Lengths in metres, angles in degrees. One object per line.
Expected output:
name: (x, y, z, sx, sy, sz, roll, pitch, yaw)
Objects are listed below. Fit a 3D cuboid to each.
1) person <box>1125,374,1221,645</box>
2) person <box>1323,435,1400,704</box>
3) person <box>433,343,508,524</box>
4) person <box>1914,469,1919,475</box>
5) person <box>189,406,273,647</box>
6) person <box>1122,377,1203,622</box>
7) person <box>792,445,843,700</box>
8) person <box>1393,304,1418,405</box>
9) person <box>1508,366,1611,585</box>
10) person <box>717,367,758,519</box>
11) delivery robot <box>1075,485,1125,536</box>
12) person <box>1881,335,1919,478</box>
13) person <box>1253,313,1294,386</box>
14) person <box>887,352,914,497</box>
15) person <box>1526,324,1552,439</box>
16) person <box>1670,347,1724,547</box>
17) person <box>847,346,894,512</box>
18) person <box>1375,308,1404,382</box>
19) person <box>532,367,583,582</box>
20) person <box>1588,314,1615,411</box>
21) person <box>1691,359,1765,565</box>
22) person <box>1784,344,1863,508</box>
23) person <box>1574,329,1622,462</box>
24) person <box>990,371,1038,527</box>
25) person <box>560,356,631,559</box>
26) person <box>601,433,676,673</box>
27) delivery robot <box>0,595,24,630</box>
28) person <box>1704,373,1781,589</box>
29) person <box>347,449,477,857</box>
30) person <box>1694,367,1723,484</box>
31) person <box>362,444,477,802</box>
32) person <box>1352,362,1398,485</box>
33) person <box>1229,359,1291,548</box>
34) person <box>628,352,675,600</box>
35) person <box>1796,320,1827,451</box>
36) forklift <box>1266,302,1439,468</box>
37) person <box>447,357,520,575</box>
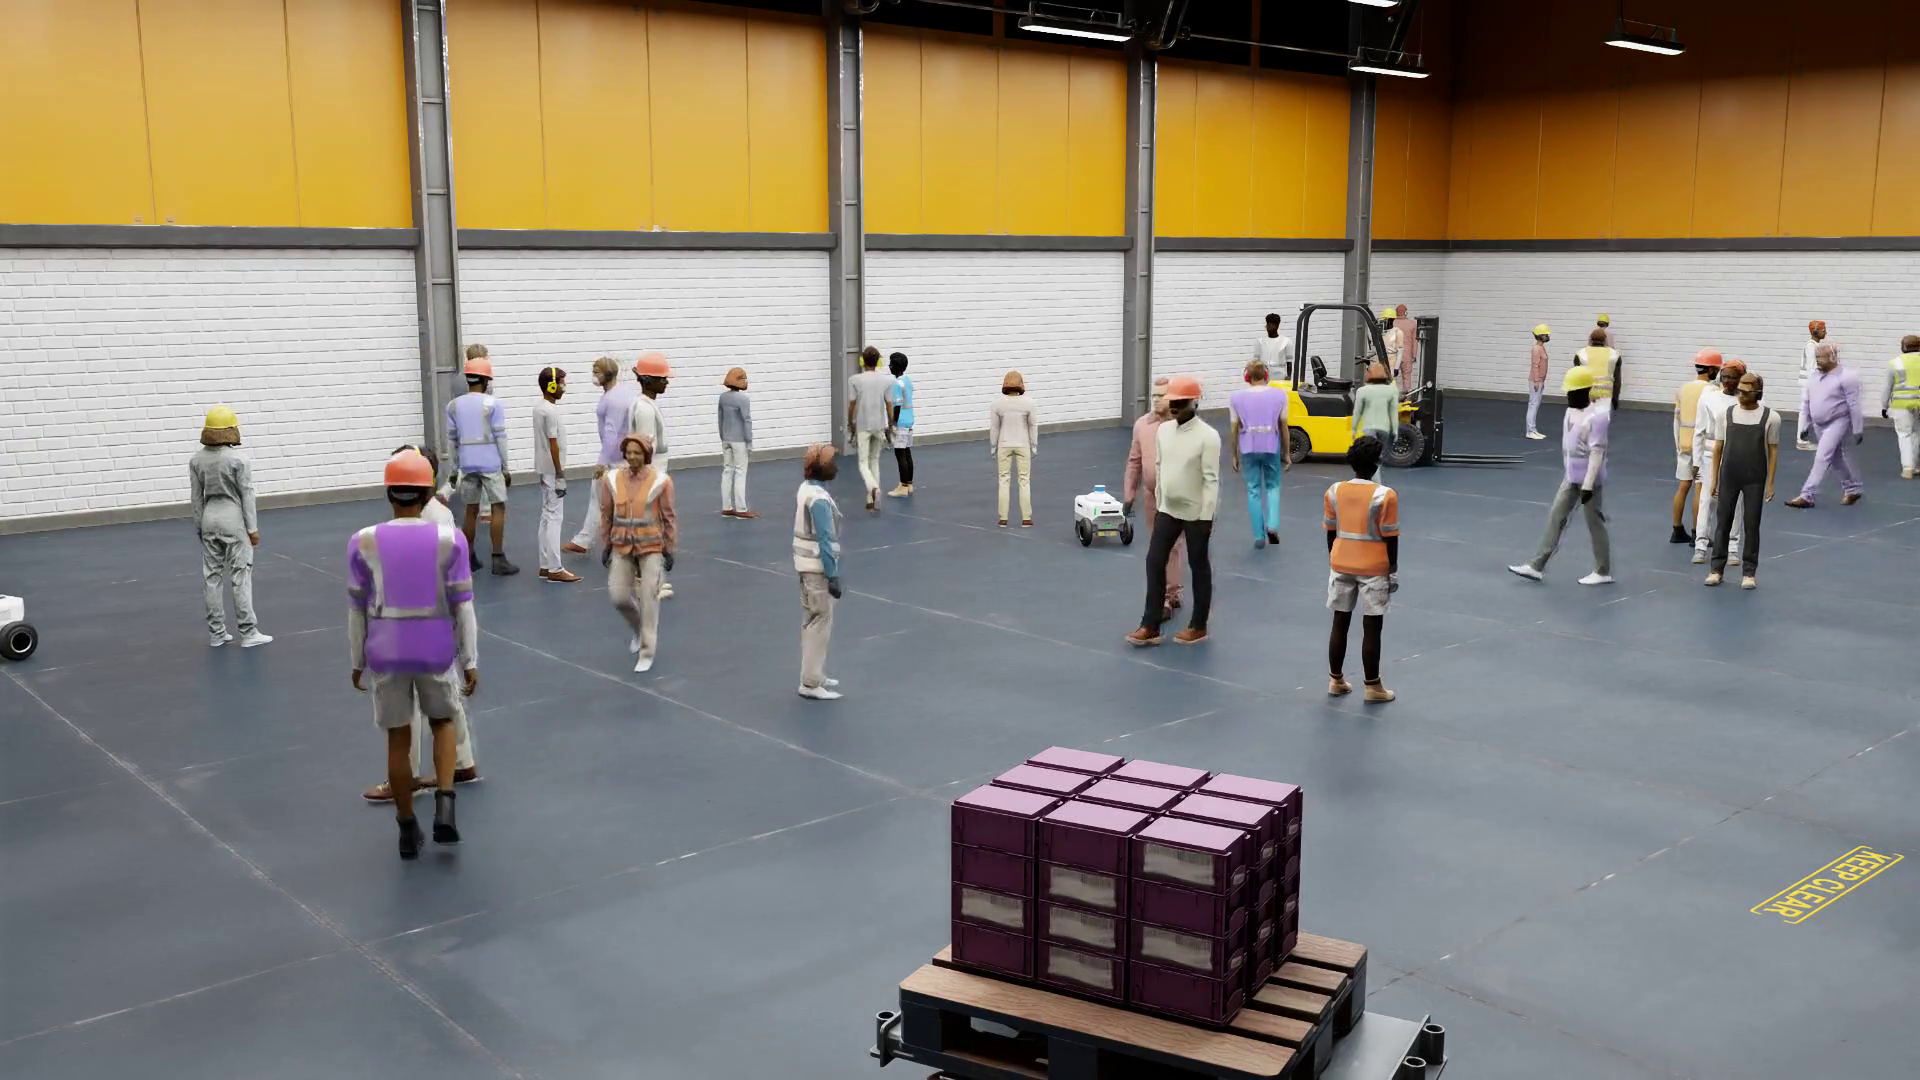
person: (1.517, -0.190, 11.889, 0.806, 1.968, 0.646, -8, 13, -41)
person: (2.537, 0.185, 10.503, 0.534, 1.699, 0.318, 9, 14, 44)
person: (-5.140, -1.091, 17.347, 0.708, 1.921, 0.641, -9, 13, -42)
person: (12.639, -1.730, 20.928, 0.607, 1.987, 1.009, -7, 12, -36)
person: (-5.285, -0.094, 12.005, 0.486, 1.744, 0.310, 2, 10, 12)
person: (1.552, -0.319, 12.937, 0.675, 1.872, 0.847, 8, 12, 39)
person: (-0.923, 0.199, 10.650, 0.343, 1.625, 0.551, -3, 10, -16)
person: (8.330, -3.494, 31.456, 0.637, 1.903, 0.406, 3, 10, 18)
person: (5.194, -0.532, 14.167, 0.935, 1.874, 0.607, -2, 10, -10)
person: (-2.404, -1.045, 17.891, 0.507, 1.631, 0.266, 9, 13, 44)
delivery robot: (1.376, -0.298, 16.399, 0.477, 0.478, 0.707, -2, 10, -12)
person: (12.105, -1.712, 21.280, 0.639, 1.809, 0.765, 2, 10, 10)
person: (4.711, -2.441, 25.101, 0.609, 1.963, 0.367, 5, 11, 25)
person: (-0.704, -1.348, 19.485, 0.317, 1.695, 0.540, 3, 10, 14)
person: (8.933, -2.440, 25.666, 0.304, 1.772, 0.529, 5, 11, 27)
person: (7.197, -0.901, 16.163, 0.373, 1.934, 0.551, -3, 10, -19)
person: (-0.965, -1.195, 18.187, 0.532, 1.841, 0.725, -3, 10, -18)
person: (7.347, -3.021, 28.595, 0.359, 1.930, 0.588, -6, 11, -31)
person: (-3.514, -0.565, 14.414, 0.329, 1.865, 0.507, -5, 11, -28)
person: (11.698, -3.239, 30.344, 0.299, 1.772, 0.529, -7, 12, -34)
person: (6.997, -0.707, 15.183, 0.576, 1.883, 0.352, 4, 10, 22)
person: (9.790, -1.272, 18.655, 1.054, 1.855, 0.672, -2, 10, -11)
person: (8.746, -1.977, 22.905, 0.648, 1.804, 0.749, 2, 10, 14)
person: (0.559, -0.941, 17.284, 0.499, 1.633, 0.283, 1, 10, 6)
person: (-3.258, -0.741, 15.352, 0.999, 1.884, 0.650, -4, 10, -22)
person: (-2.184, 0.070, 11.359, 0.530, 1.626, 0.436, 1, 10, 8)
delivery robot: (-6.861, 0.547, 11.454, 0.477, 0.478, 0.707, 5, 11, 29)
person: (6.643, -0.501, 14.106, 0.505, 1.840, 0.347, 6, 11, 32)
person: (-2.565, 0.535, 7.809, 0.563, 1.917, 0.449, -3, 10, -18)
person: (9.284, -1.499, 20.577, 0.322, 1.630, 0.522, 6, 11, 31)
person: (-2.892, 0.429, 8.662, 0.713, 1.844, 0.526, -5, 11, -26)
person: (4.844, -1.278, 19.411, 0.509, 1.580, 0.870, -1, 10, -5)
person: (2.892, -0.828, 16.064, 0.604, 1.818, 0.450, 1, 10, 8)
person: (-2.524, -0.520, 13.665, 0.399, 2.036, 0.608, -2, 10, -11)
person: (12.407, -2.250, 24.222, 0.356, 1.883, 0.573, 5, 11, 26)
forklift: (5.320, -2.157, 22.763, 2.313, 2.155, 1.214, 3, 10, 16)
person: (-4.236, -0.651, 14.739, 0.645, 1.929, 0.454, 3, 10, 16)
